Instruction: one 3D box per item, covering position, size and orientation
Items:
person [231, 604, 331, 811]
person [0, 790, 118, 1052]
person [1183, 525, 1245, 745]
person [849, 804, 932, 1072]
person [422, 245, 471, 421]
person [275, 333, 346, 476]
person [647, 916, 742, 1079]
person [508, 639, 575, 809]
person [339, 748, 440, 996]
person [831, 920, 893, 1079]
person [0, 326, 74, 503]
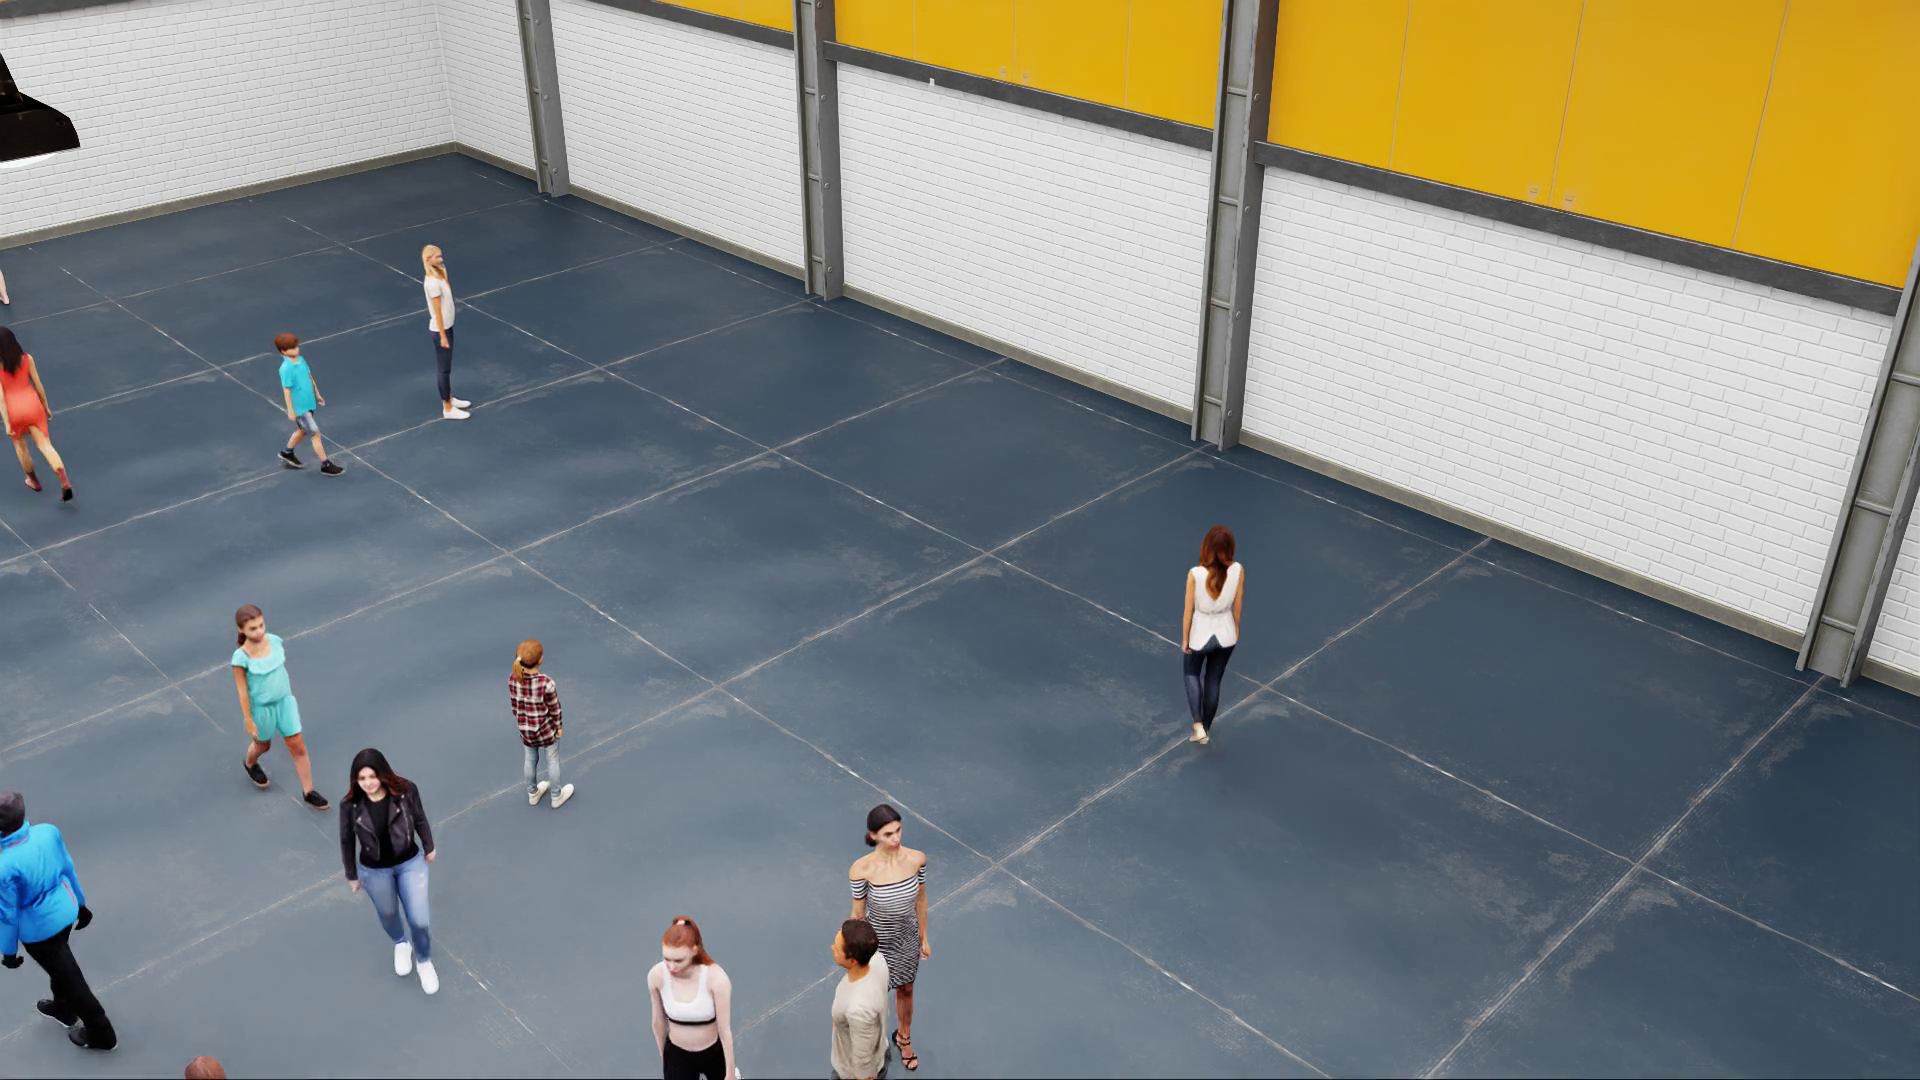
[{"bbox_3d":[-4.743,1.110,11.304,1.092,1.531,0.685,19,34,31],"label":"person"},{"bbox_3d":[-4.936,2.137,9.168,0.972,1.776,0.876,6,29,10],"label":"person"},{"bbox_3d":[1.790,0.734,11.740,0.770,1.775,0.831,-2,29,-3],"label":"person"},{"bbox_3d":[-0.389,2.188,9.027,0.658,1.821,0.636,-12,31,-21],"label":"person"},{"bbox_3d":[-5.285,-2.128,16.951,0.725,1.809,0.622,-6,29,-10],"label":"person"},{"bbox_3d":[-6.333,-1.304,15.840,0.999,1.426,0.879,3,29,6],"label":"person"},{"bbox_3d":[-1.290,2.573,8.427,1.107,1.719,1.100,3,29,6],"label":"person"},{"bbox_3d":[-2.873,1.246,11.292,0.586,1.306,0.669,7,29,13],"label":"person"},{"bbox_3d":[-3.358,1.874,9.813,0.819,1.619,0.882,-9,30,-16],"label":"person"},{"bbox_3d":[-0.404,2.598,8.303,1.131,1.794,1.021,3,29,5],"label":"person"},{"bbox_3d":[-8.525,-1.126,15.234,1.100,1.695,0.665,22,35,34],"label":"person"}]
